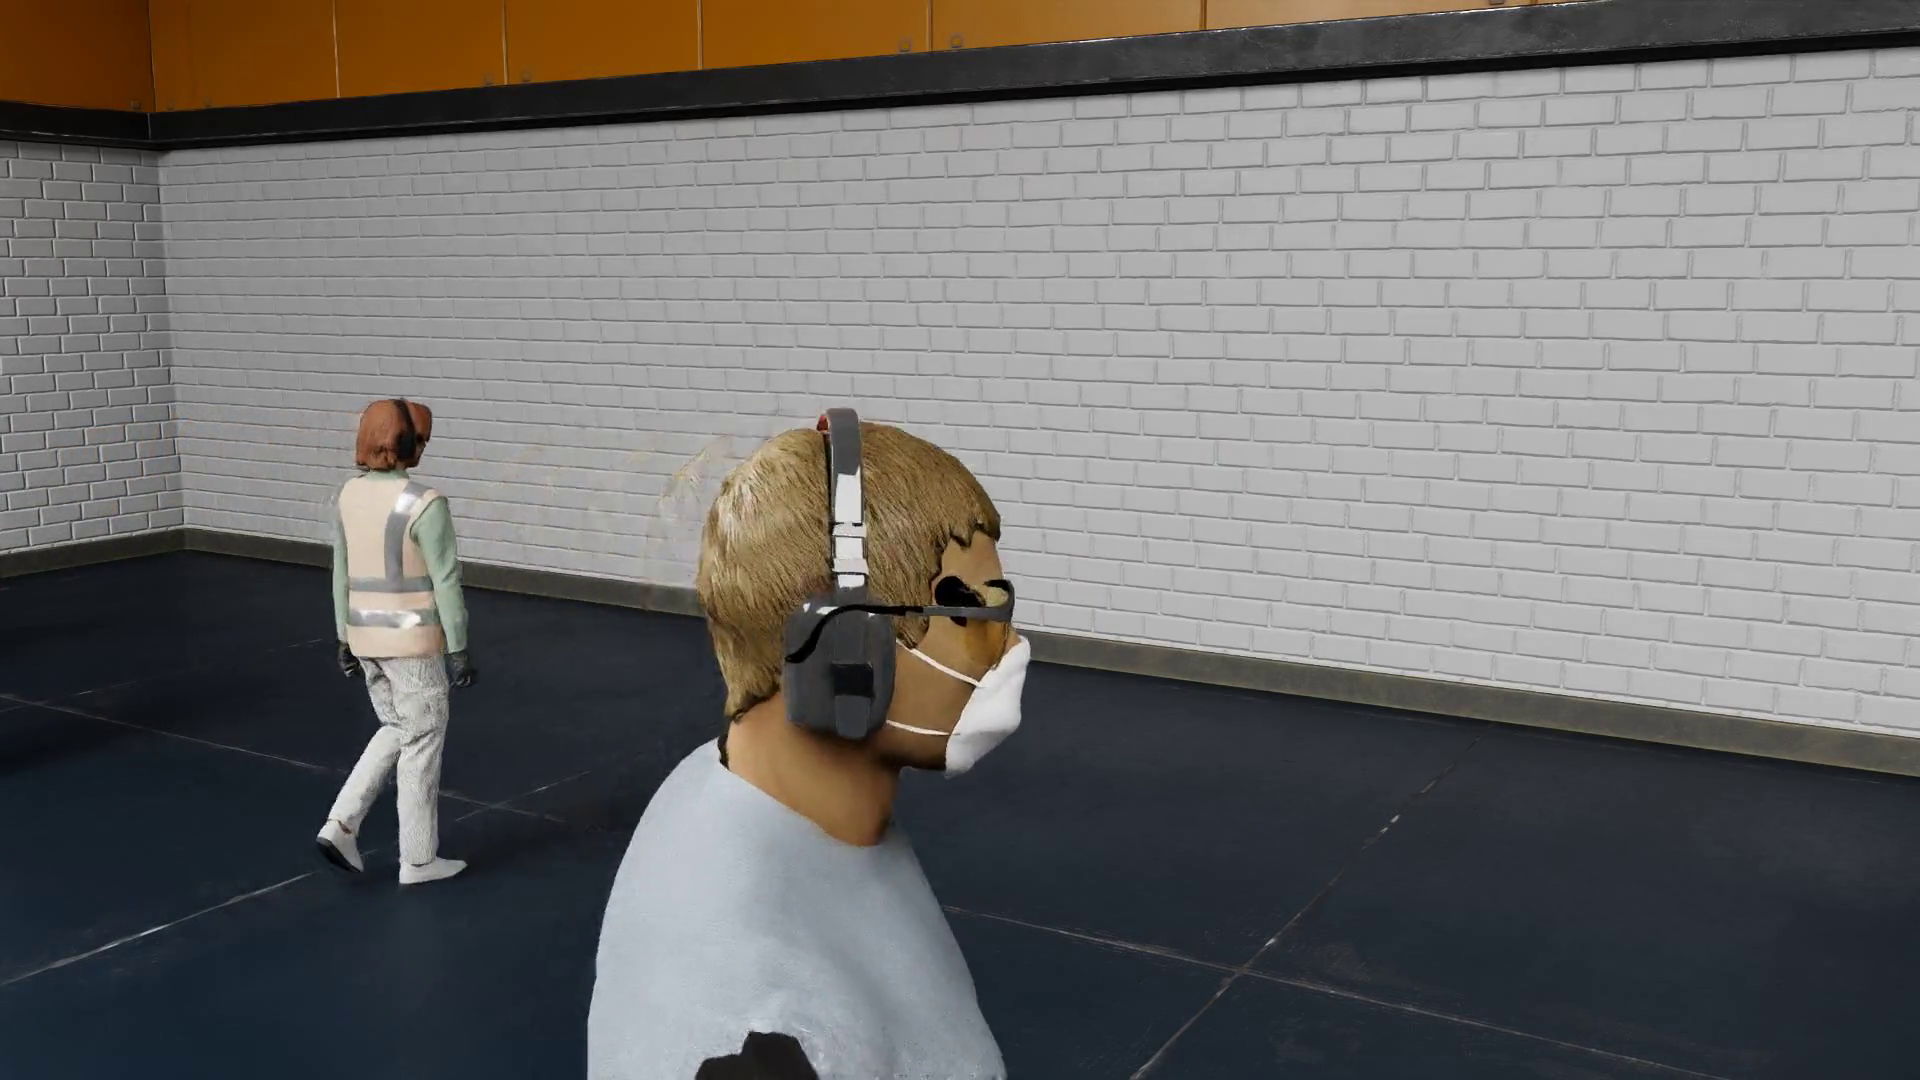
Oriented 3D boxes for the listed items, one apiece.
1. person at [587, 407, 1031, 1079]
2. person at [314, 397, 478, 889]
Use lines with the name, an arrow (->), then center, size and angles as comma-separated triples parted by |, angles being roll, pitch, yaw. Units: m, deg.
person -> -0.083, 0.852, 1.385 | 0.435, 1.923, 0.634 | -2, 9, -10
person -> -1.837, 0.353, 5.414 | 0.519, 1.625, 0.398 | 6, 11, 35
